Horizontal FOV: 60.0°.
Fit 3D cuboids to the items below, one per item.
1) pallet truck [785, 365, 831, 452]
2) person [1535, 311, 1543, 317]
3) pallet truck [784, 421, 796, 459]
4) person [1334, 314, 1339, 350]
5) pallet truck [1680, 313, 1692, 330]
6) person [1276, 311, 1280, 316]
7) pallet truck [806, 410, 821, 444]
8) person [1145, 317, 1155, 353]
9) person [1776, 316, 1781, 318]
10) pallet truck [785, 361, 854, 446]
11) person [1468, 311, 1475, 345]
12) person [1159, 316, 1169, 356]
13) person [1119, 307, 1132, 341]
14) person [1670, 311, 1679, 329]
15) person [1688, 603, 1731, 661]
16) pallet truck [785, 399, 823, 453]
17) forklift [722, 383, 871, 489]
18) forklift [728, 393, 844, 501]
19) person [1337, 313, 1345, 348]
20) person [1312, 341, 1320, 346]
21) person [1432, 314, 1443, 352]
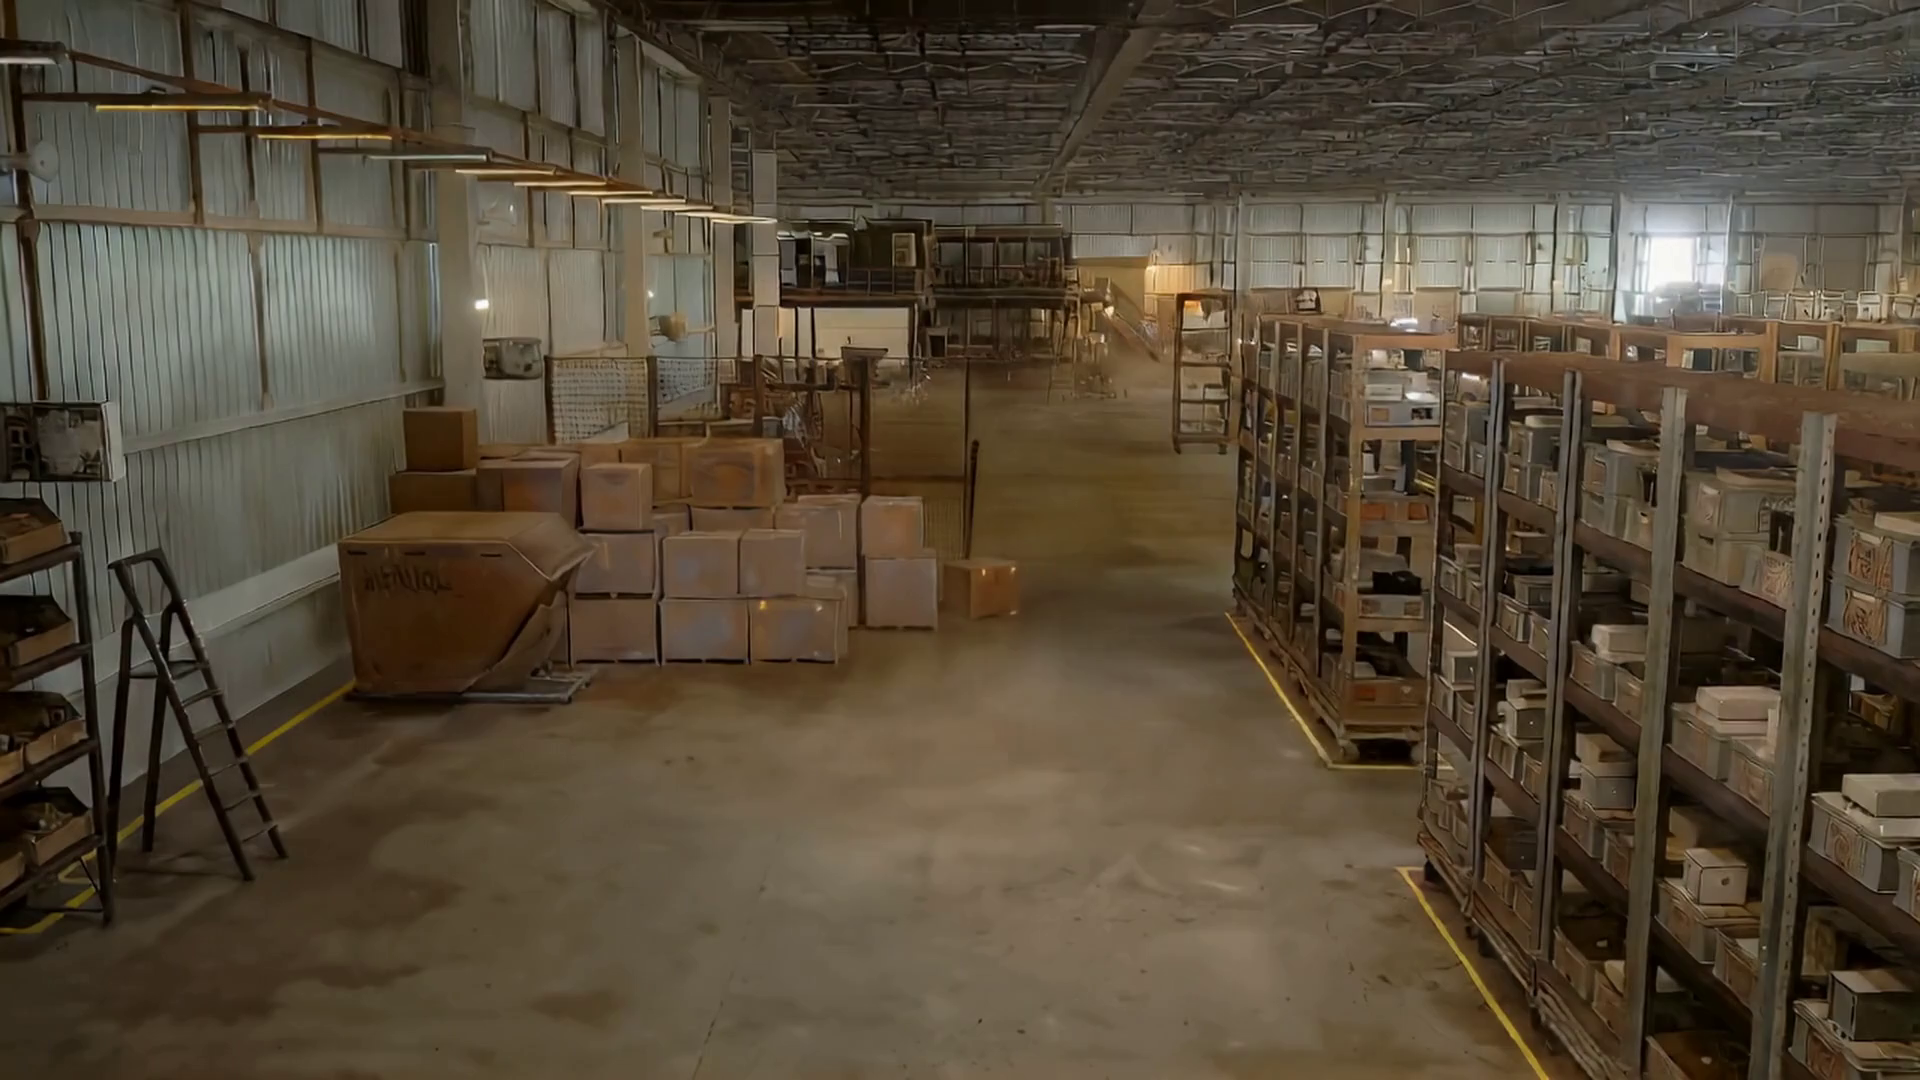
[{"bbox_3d":[-3.774,-2.976,37.635,1.885,1.965,0.823,1,9,5],"label":"pallet truck"},{"bbox_3d":[32.096,-11.778,92.288,0.357,1.883,0.573,-9,13,-44],"label":"person"},{"bbox_3d":[-4.013,-1.793,32.705,1.601,1.201,0.680,0,9,1],"label":"pallet truck"},{"bbox_3d":[18.762,-10.304,83.050,0.588,1.930,0.364,5,10,28],"label":"person"},{"bbox_3d":[36.315,-10.531,84.244,0.823,1.965,1.885,-6,11,-33],"label":"pallet truck"},{"bbox_3d":[17.380,-11.568,90.926,0.624,1.892,1.001,-4,10,-25],"label":"person"},{"bbox_3d":[-3.559,-2.018,33.905,1.522,1.261,0.704,0,9,-1],"label":"pallet truck"},{"bbox_3d":[9.377,-10.105,82.157,0.512,1.830,0.427,-5,10,-28],"label":"person"},{"bbox_3d":[38.619,-9.642,78.625,0.694,2.000,0.935,3,10,18],"label":"person"},{"bbox_3d":[-3.410,-3.193,38.978,1.885,1.965,0.823,0,9,-1],"label":"pallet truck"},{"bbox_3d":[28.140,-11.624,91.399,0.328,1.865,0.521,-4,10,-22],"label":"person"},{"bbox_3d":[9.829,-9.815,80.111,0.550,1.917,0.593,-5,11,-29],"label":"person"},{"bbox_3d":[9.785,-12.651,97.465,0.984,1.961,0.610,-3,10,-15],"label":"person"},{"bbox_3d":[38.538,-11.358,89.564,0.377,1.925,0.595,-7,11,-36],"label":"person"},{"bbox_3d":[5.646,1.105,12.665,1.062,1.942,0.633,1,9,3],"label":"person"},{"bbox_3d":[-3.814,-2.432,36.419,1.630,1.274,0.653,0,9,1],"label":"pallet truck"},{"bbox_3d":[-2.893,-1.687,28.729,2.680,1.987,1.157,0,9,-1],"label":"forklift"},{"bbox_3d":[-2.979,-1.316,26.476,2.680,1.987,1.157,0,9,1],"label":"forklift"},{"bbox_3d":[20.035,-11.061,87.902,0.987,1.862,0.614,-9,13,-44],"label":"person"},{"bbox_3d":[15.946,-8.980,75.019,0.875,1.897,0.596,-6,11,-32],"label":"person"},{"bbox_3d":[24.102,-10.461,84.002,0.370,1.935,0.551,-7,12,-37],"label":"person"}]
